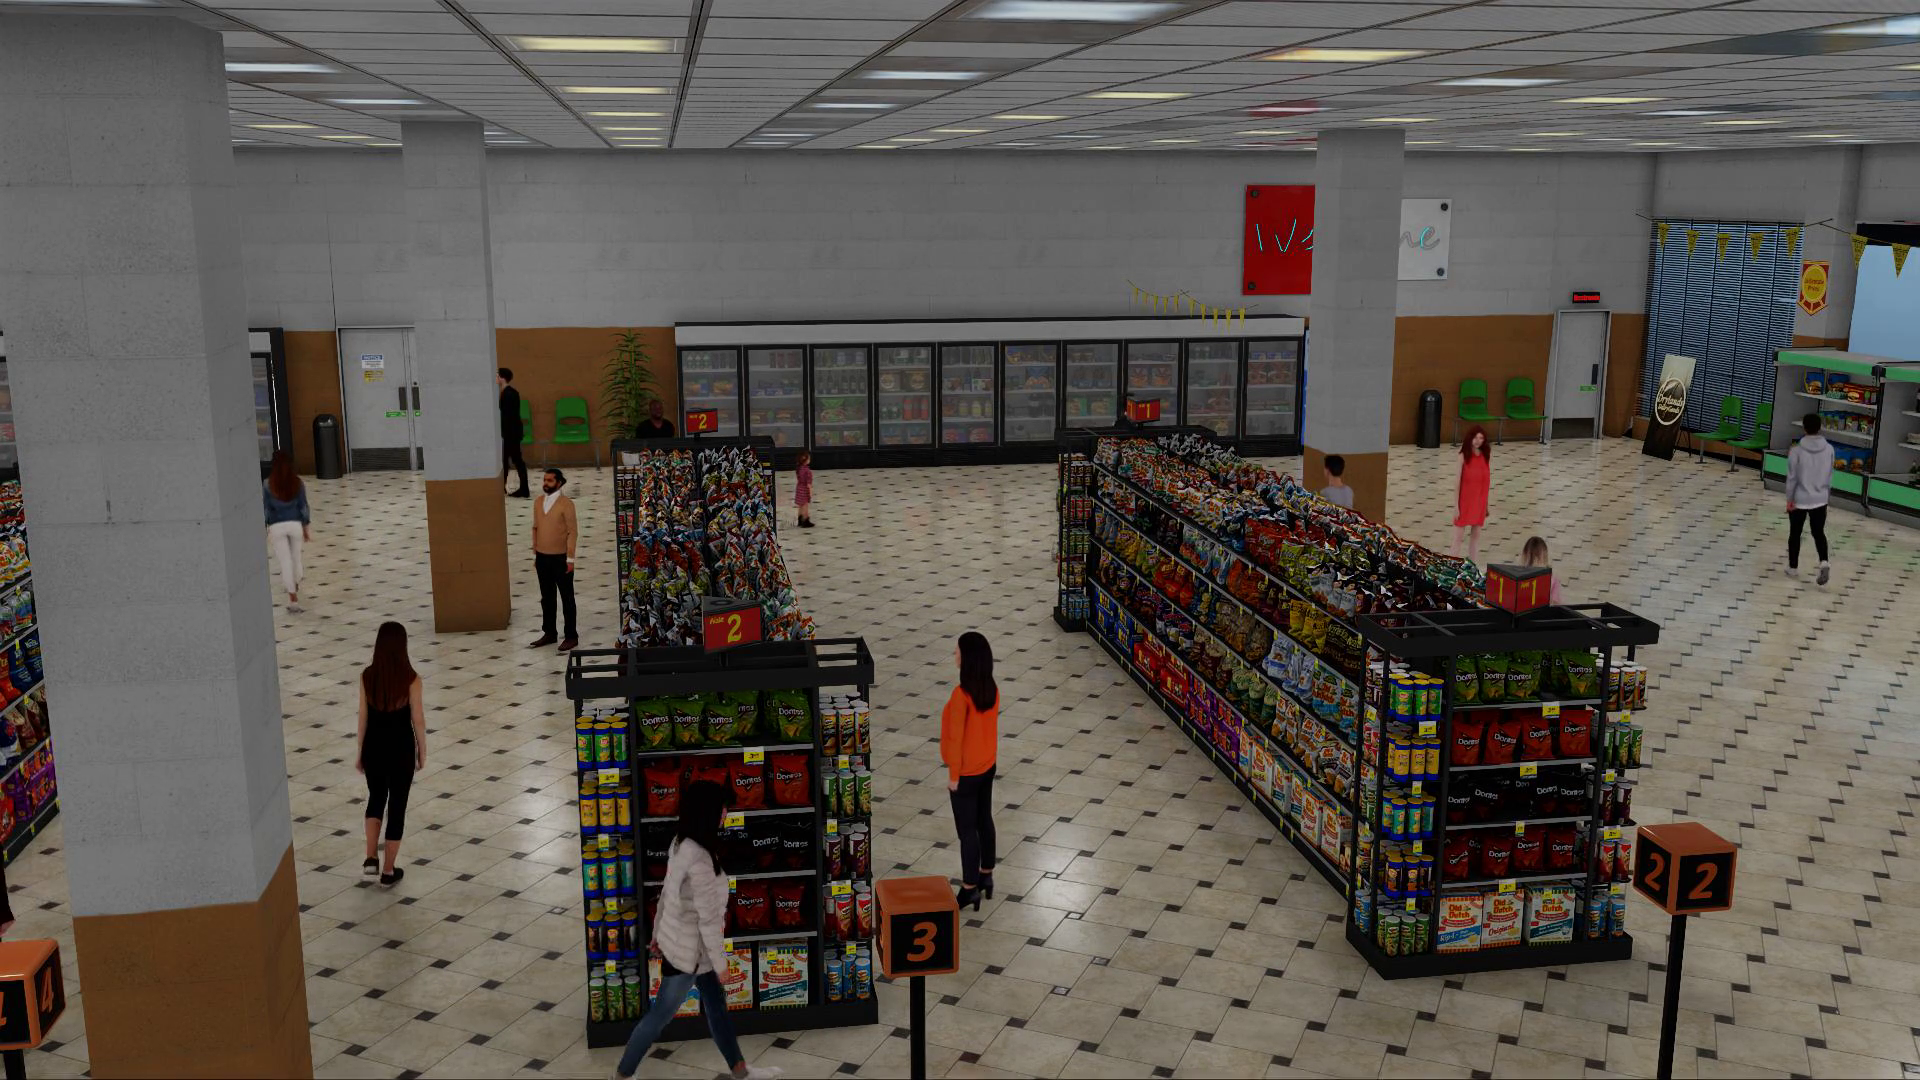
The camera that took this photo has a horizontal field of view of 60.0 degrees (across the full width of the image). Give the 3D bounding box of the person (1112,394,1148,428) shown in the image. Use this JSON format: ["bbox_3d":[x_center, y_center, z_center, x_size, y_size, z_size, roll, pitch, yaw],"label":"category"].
[{"bbox_3d":[2.044,-0.820,20.483,1.191,1.885,1.300,-10,15,-39],"label":"person"}]

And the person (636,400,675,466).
[{"bbox_3d":[-3.837,-0.866,20.896,0.769,1.805,0.789,-6,13,-27],"label":"person"}]

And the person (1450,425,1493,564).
[{"bbox_3d":[5.685,-0.373,18.506,0.608,1.825,0.532,-3,12,-15],"label":"person"}]

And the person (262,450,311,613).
[{"bbox_3d":[-7.039,-0.065,17.438,0.924,1.662,1.133,-9,15,-37],"label":"person"}]

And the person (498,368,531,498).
[{"bbox_3d":[-6.359,-1.532,23.898,0.842,1.871,0.863,-1,12,-3],"label":"person"}]

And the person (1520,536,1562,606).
[{"bbox_3d":[4.502,0.836,13.207,0.971,1.642,1.171,4,13,19],"label":"person"}]

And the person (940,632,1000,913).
[{"bbox_3d":[0.084,1.410,10.220,0.757,1.749,0.676,7,14,28],"label":"person"}]

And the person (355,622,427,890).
[{"bbox_3d":[-3.612,1.384,10.439,0.665,1.711,0.688,0,12,-1],"label":"person"}]

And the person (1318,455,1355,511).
[{"bbox_3d":[3.707,0.114,16.234,0.873,1.809,1.238,-6,13,-26],"label":"person"}]

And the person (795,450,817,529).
[{"bbox_3d":[-2.059,-0.676,21.895,0.555,1.020,0.475,-10,16,-40],"label":"person"}]

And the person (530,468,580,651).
[{"bbox_3d":[-3.916,0.171,16.094,0.762,1.754,0.790,5,13,24],"label":"person"}]

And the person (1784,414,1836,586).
[{"bbox_3d":[9.563,-0.440,18.634,0.941,1.902,1.266,2,12,8],"label":"person"}]

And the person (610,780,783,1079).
[{"bbox_3d":[-1.373,1.966,7.962,0.777,1.593,1.028,-3,12,-14],"label":"person"}]
